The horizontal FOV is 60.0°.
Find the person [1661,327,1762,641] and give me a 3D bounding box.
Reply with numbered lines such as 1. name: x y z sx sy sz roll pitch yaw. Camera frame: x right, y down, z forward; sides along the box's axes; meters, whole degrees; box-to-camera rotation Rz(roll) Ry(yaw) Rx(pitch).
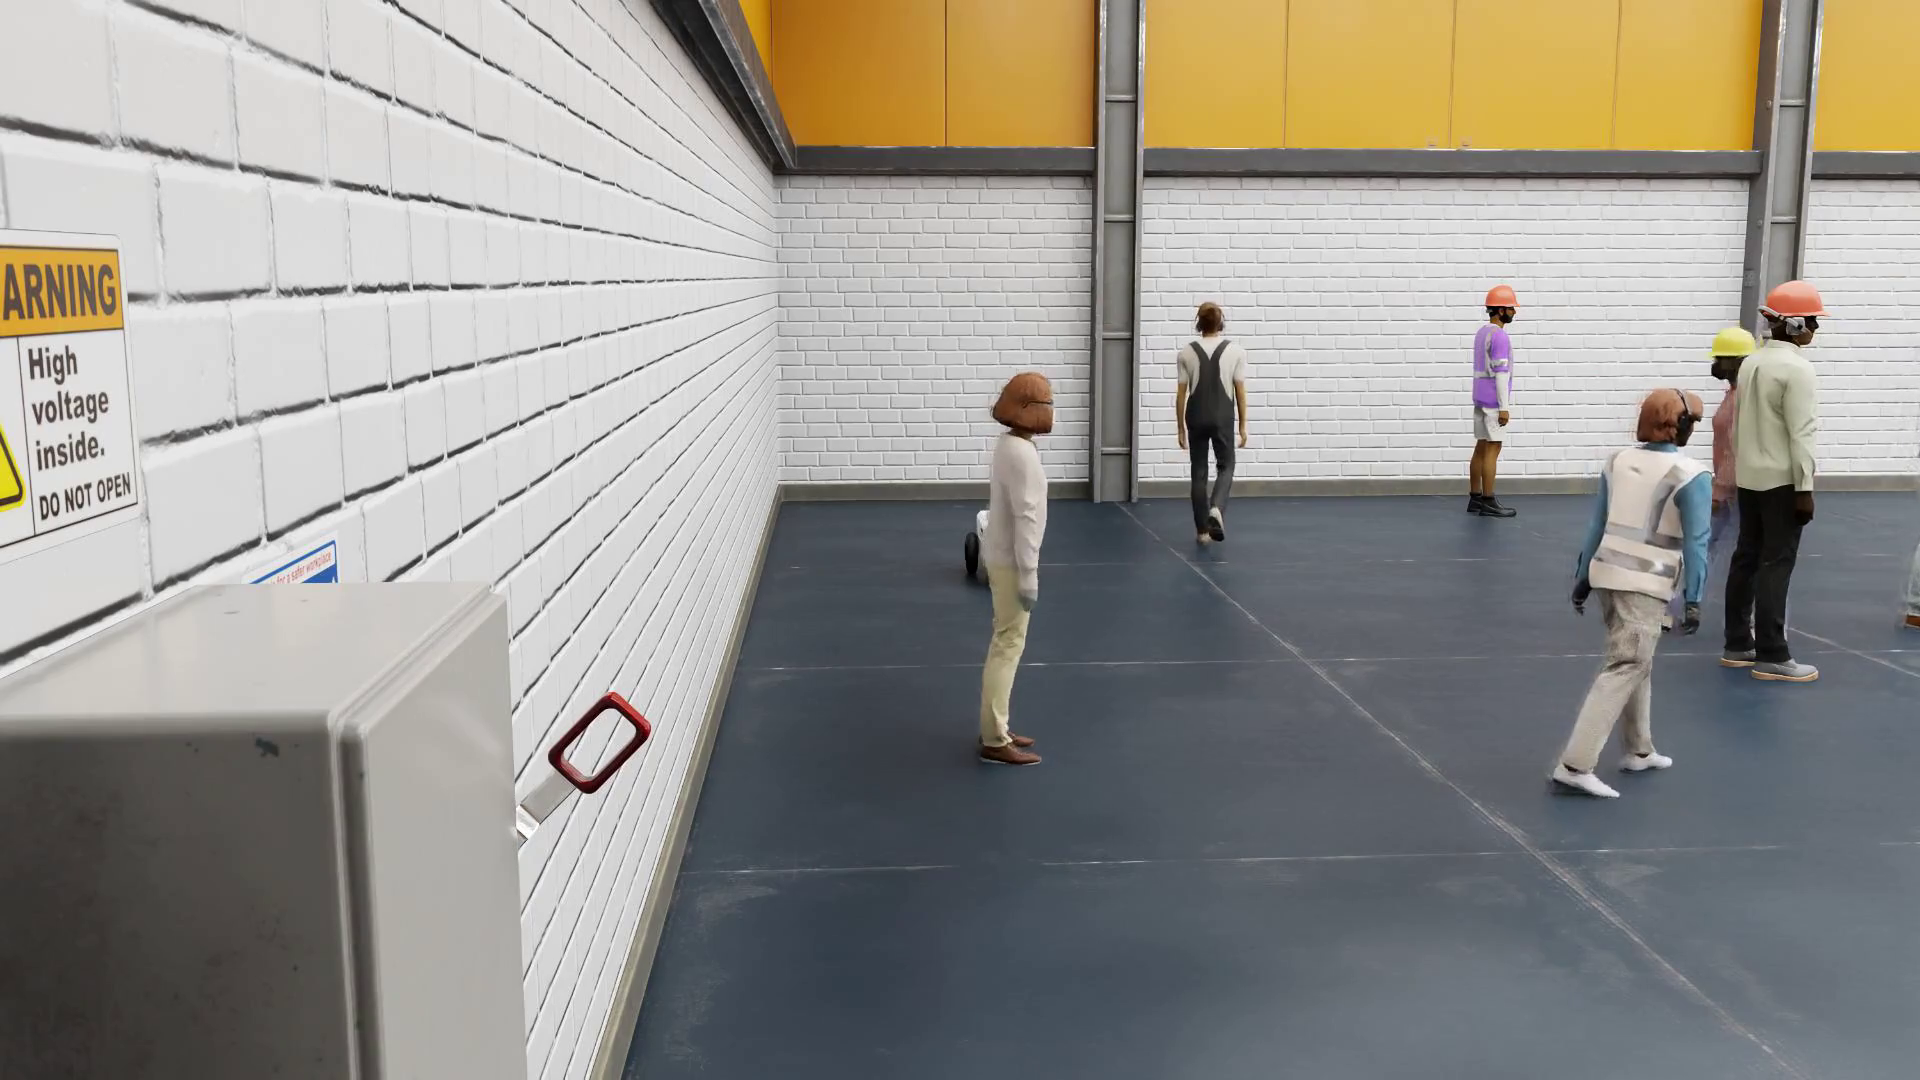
1. person: 4.130 -0.293 9.138 0.852 1.724 0.551 2 9 15

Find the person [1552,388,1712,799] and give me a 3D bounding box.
1. person: 2.626 0.200 6.540 0.728 1.590 0.532 -3 10 -21

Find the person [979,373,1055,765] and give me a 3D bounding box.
1. person: 0.222 0.117 6.948 0.368 1.620 0.541 -2 9 -9

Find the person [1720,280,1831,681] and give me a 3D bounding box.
1. person: 4.107 -0.296 8.363 0.380 1.994 0.618 -1 9 -4

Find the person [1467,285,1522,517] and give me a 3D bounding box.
1. person: 4.503 -1.165 13.996 0.358 1.937 0.548 -1 9 -4

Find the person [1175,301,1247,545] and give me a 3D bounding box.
1. person: 1.866 -0.855 12.376 0.541 1.833 0.477 2 9 13

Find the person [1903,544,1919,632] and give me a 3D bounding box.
1. person: 5.690 -0.391 9.201 0.763 1.912 0.642 6 11 35

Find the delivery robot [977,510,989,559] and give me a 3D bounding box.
1. delivery robot: 0.302 -0.051 11.037 0.477 0.478 0.707 -1 9 -4
